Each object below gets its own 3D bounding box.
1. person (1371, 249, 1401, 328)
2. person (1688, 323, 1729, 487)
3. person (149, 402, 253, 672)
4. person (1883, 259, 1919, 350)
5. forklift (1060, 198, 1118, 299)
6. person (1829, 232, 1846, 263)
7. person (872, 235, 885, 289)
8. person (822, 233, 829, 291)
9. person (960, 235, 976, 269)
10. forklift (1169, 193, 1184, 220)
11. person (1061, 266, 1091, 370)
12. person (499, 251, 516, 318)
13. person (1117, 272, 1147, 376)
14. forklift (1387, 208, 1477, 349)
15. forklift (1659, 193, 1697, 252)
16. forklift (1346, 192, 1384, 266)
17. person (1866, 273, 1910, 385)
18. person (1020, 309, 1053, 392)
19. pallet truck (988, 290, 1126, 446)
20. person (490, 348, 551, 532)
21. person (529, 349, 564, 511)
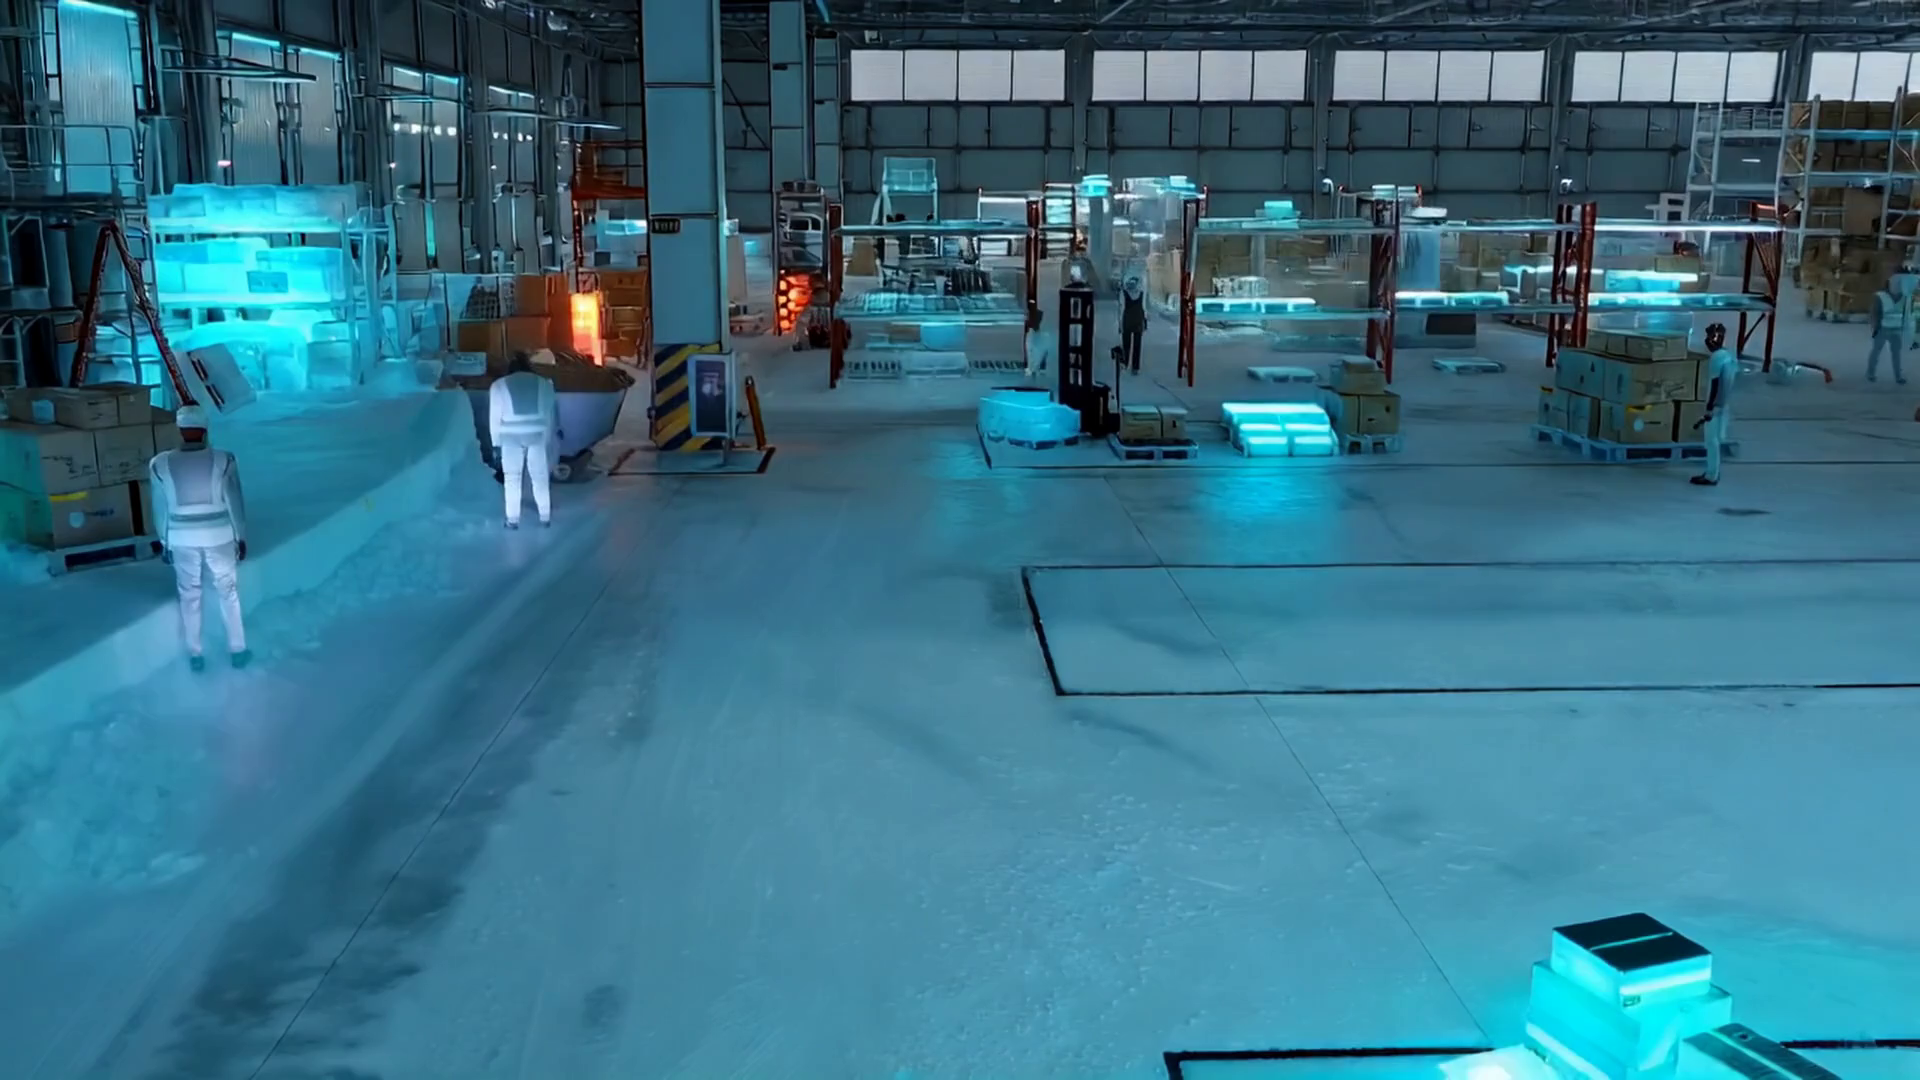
[{"bbox_3d":[9.396,-5.489,36.714,0.648,1.907,0.753,3,13,14],"label":"person"},{"bbox_3d":[8.578,-1.534,18.985,0.328,1.861,0.503,6,14,25],"label":"person"},{"bbox_3d":[-5.438,-0.019,11.928,0.605,1.948,0.405,-3,13,-15],"label":"person"},{"bbox_3d":[19.205,-4.820,33.895,0.537,1.829,0.959,-5,13,-20],"label":"person"},{"bbox_3d":[3.797,-8.210,46.791,1.873,2.768,1.129,0,12,-2],"label":"forklift"},{"bbox_3d":[28.652,-9.257,54.389,0.620,1.616,0.516,-11,17,-41],"label":"person"},{"bbox_3d":[-2.485,-8.684,51.204,0.358,1.882,0.574,-5,13,-22],"label":"person"},{"bbox_3d":[-3.523,-7.248,44.594,0.355,1.934,0.553,-7,14,-27],"label":"person"},{"bbox_3d":[0.238,-8.352,49.704,0.558,1.890,0.977,6,14,25],"label":"person"},{"bbox_3d":[7.371,-10.457,56.934,1.873,2.768,1.129,3,13,12],"label":"forklift"},{"bbox_3d":[2.091,-4.052,30.325,0.581,1.862,1.040,-1,13,-3],"label":"person"},{"bbox_3d":[-11.124,-6.259,40.828,0.319,1.631,0.526,-10,16,-37],"label":"person"},{"bbox_3d":[3.039,-3.822,29.400,0.533,1.825,0.587,0,12,1],"label":"person"},{"bbox_3d":[9.444,-5.294,33.625,1.873,2.768,1.129,0,12,-2],"label":"forklift"},{"bbox_3d":[24.756,-10.646,57.789,1.129,2.768,1.873,0,12,-2],"label":"forklift"},{"bbox_3d":[14.687,-11.098,59.826,1.129,2.768,1.873,0,12,-2],"label":"forklift"},{"bbox_3d":[15.669,-3.533,27.971,0.591,1.870,0.986,-1,13,-4],"label":"person"},{"bbox_3d":[1.049,-2.368,23.152,0.544,1.673,0.559,-10,16,-38],"label":"person"},{"bbox_3d":[1.257,-2.299,22.111,1.885,1.965,0.823,-9,15,-35],"label":"pallet truck"},{"bbox_3d":[-4.387,-0.994,16.621,0.620,1.837,0.430,-8,15,-32],"label":"person"},{"bbox_3d":[-4.394,-1.156,17.565,0.456,1.721,0.485,2,13,9],"label":"person"}]
